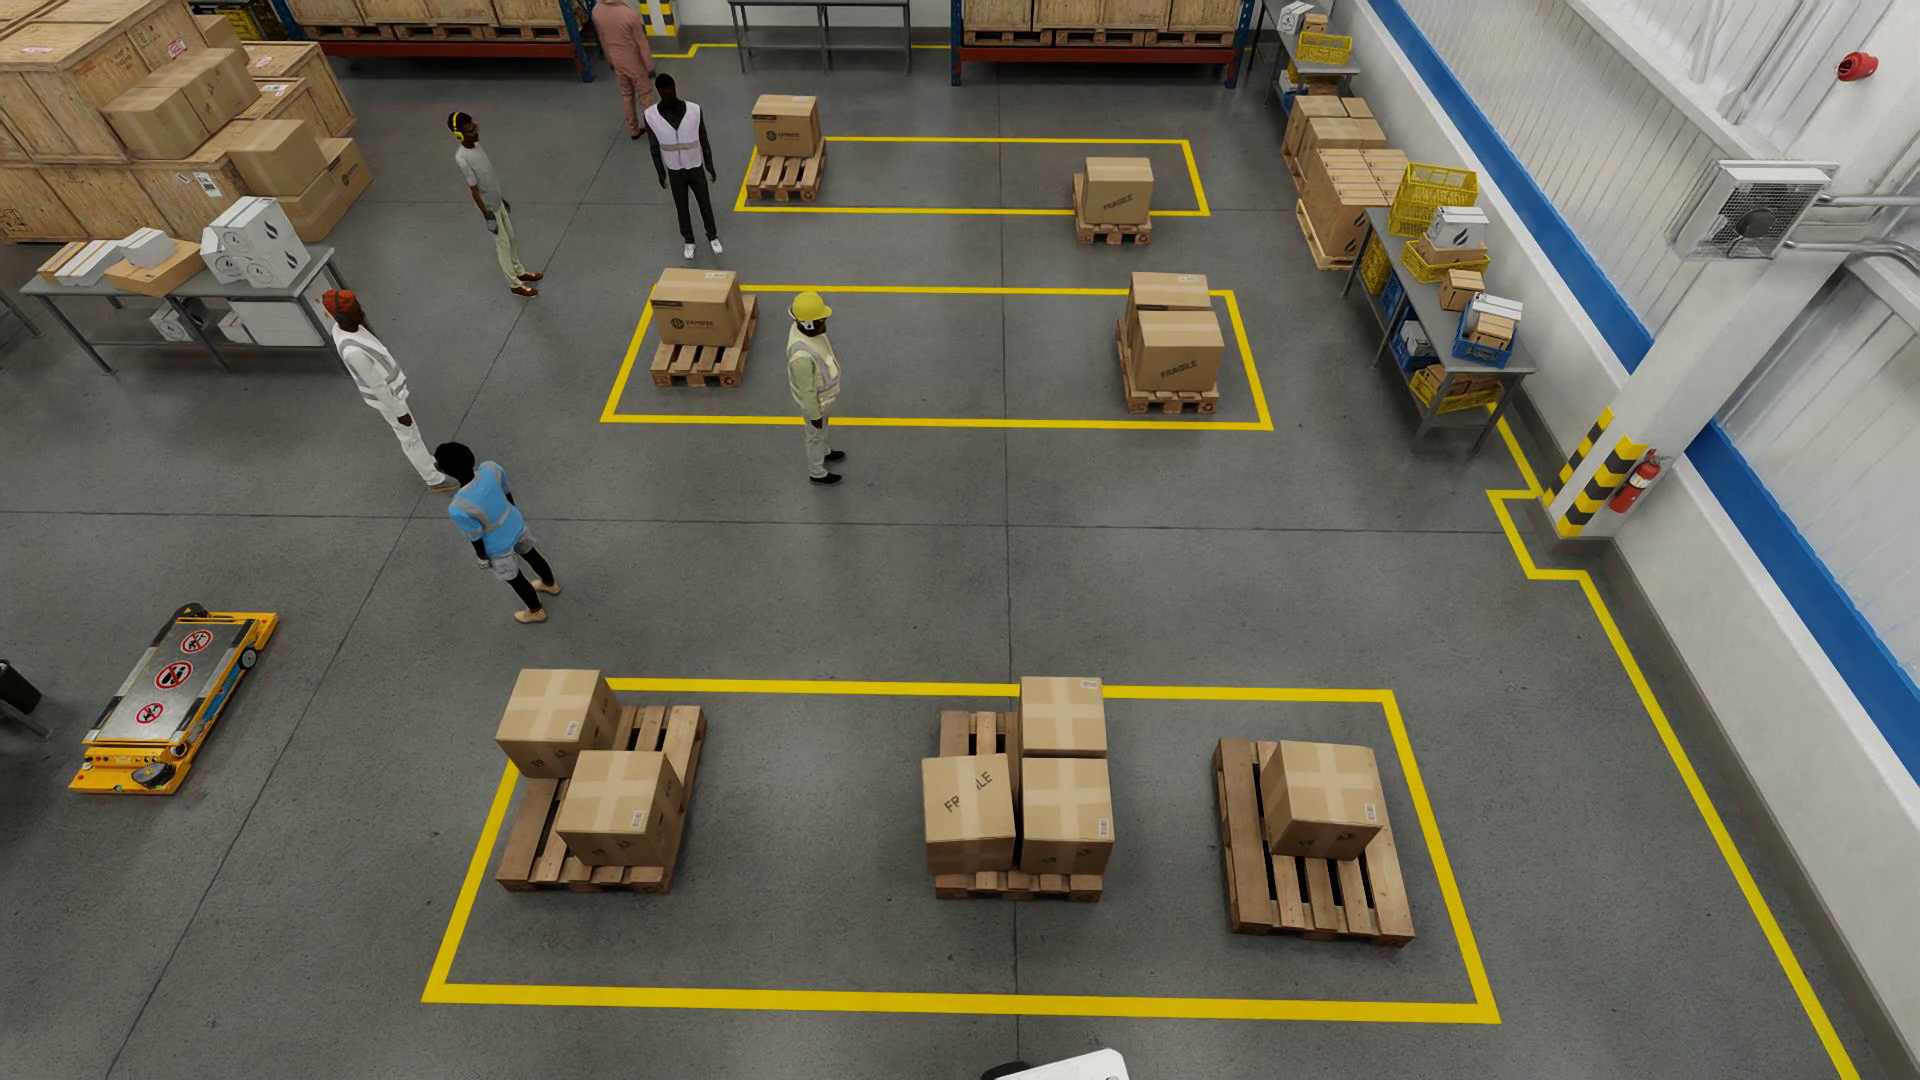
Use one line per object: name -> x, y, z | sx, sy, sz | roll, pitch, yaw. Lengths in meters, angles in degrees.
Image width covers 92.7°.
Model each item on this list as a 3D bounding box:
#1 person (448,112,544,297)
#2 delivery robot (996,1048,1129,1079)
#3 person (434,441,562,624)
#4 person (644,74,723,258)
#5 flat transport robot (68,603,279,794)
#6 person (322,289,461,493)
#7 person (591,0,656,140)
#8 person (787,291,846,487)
person -> -4.630, -3.322, 9.121 | 0.311, 1.867, 0.534 | -5, 50, -4
delivery robot -> 0.525, 2.868, 4.678 | 0.707, 0.478, 0.477 | -10, 50, -8
person -> -3.245, -0.038, 6.453 | 0.316, 1.696, 0.541 | 7, 50, 6
person -> -2.871, -3.891, 9.571 | 0.600, 1.915, 0.376 | -13, 51, -11
flat transport robot -> -5.504, 1.072, 6.442 | 0.652, 0.197, 1.431 | 1, 50, 1
person -> -4.518, -1.155, 7.275 | 0.354, 1.887, 0.573 | -28, 55, -21
person -> -4.055, -5.885, 11.275 | 0.649, 1.899, 0.399 | 16, 52, 13
person -> -1.141, -1.190, 7.348 | 0.404, 1.826, 0.594 | 0, 50, 0
